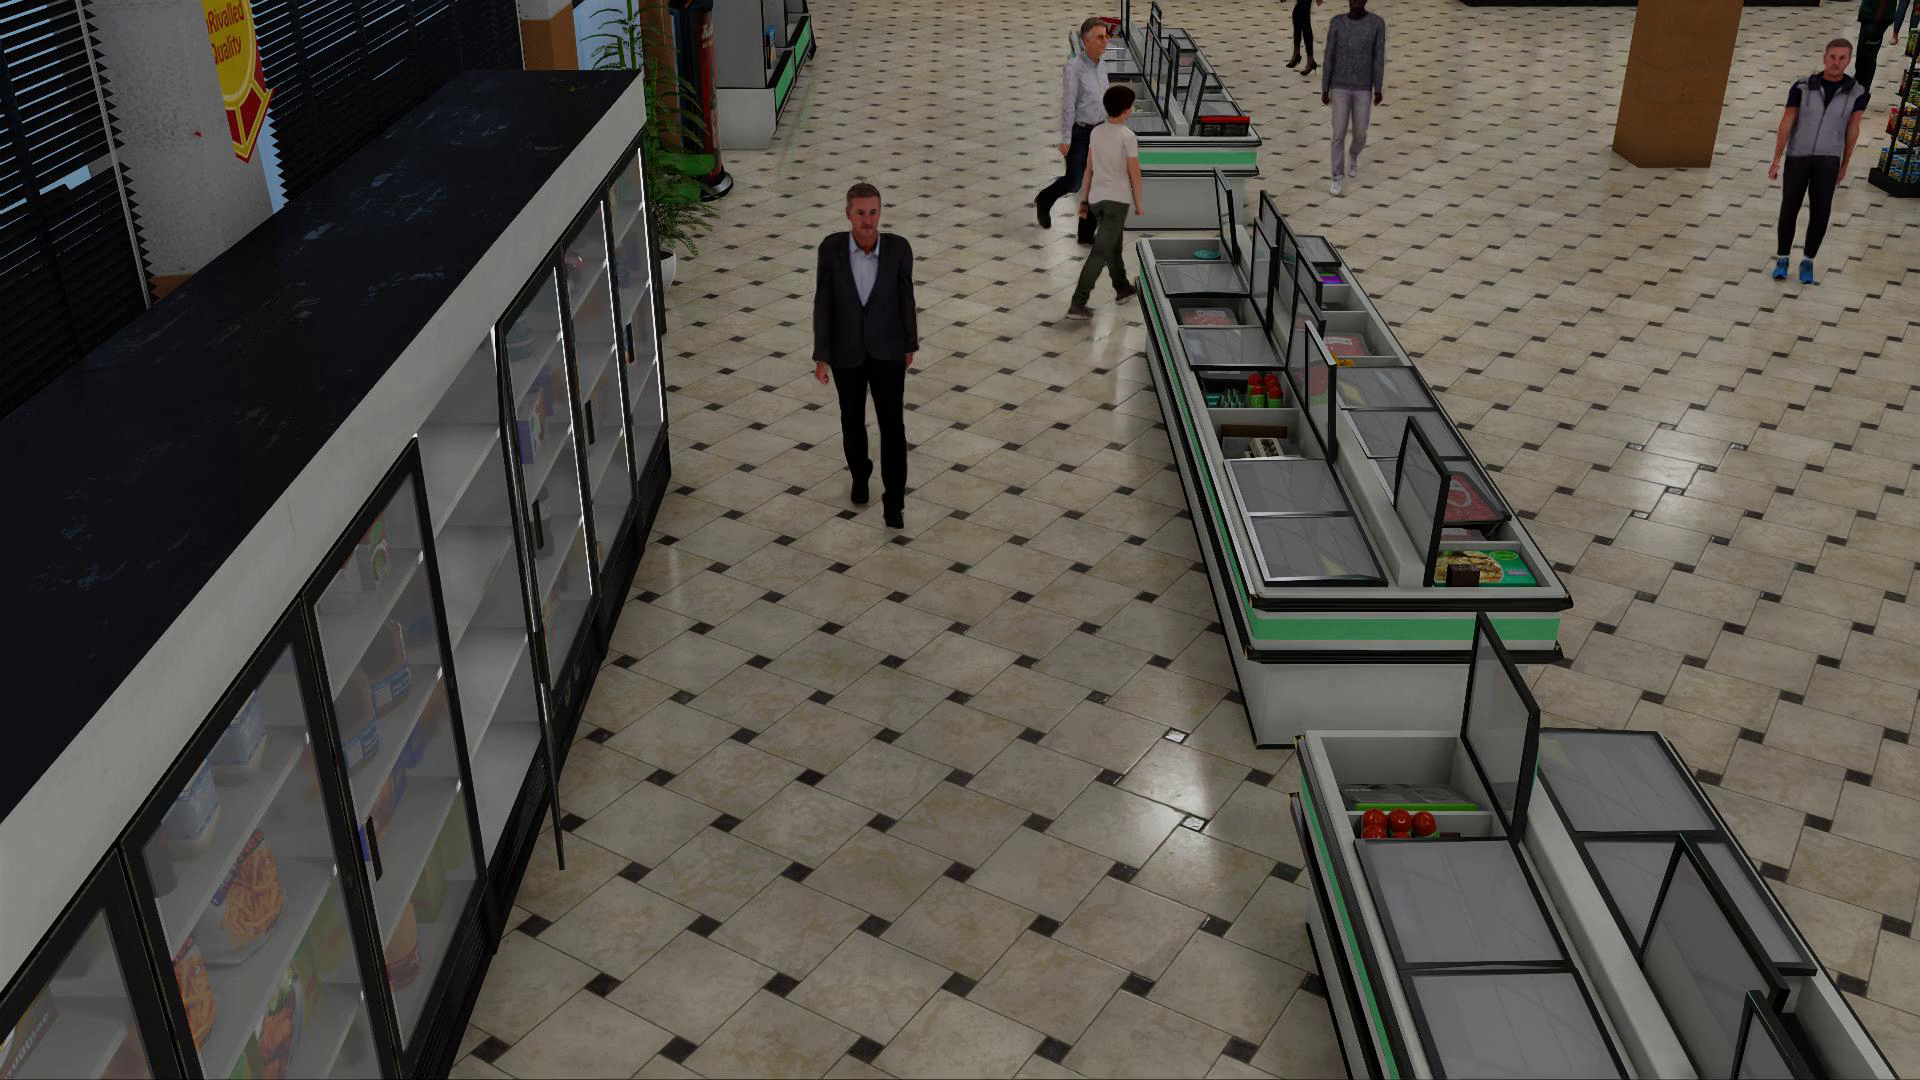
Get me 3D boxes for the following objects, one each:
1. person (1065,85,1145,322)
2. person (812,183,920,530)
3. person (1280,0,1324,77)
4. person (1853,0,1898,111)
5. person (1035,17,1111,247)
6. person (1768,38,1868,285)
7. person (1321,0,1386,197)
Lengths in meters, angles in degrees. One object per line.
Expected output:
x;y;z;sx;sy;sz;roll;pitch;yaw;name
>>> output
0.999;-2.320;11.684;1.083;1.617;1.071;-24;36;-39;person
-0.514;-1.040;8.941;0.729;1.813;0.991;-1;27;-1;person
4.113;-6.337;19.381;0.861;1.818;0.803;23;35;37;person
9.837;-5.588;17.881;0.822;1.840;0.674;9;28;18;person
0.938;-3.271;13.355;1.007;1.801;1.072;-22;34;-36;person
6.412;-2.861;12.533;0.818;1.812;0.831;13;30;24;person
3.510;-4.031;14.830;0.840;1.822;0.958;7;28;14;person
